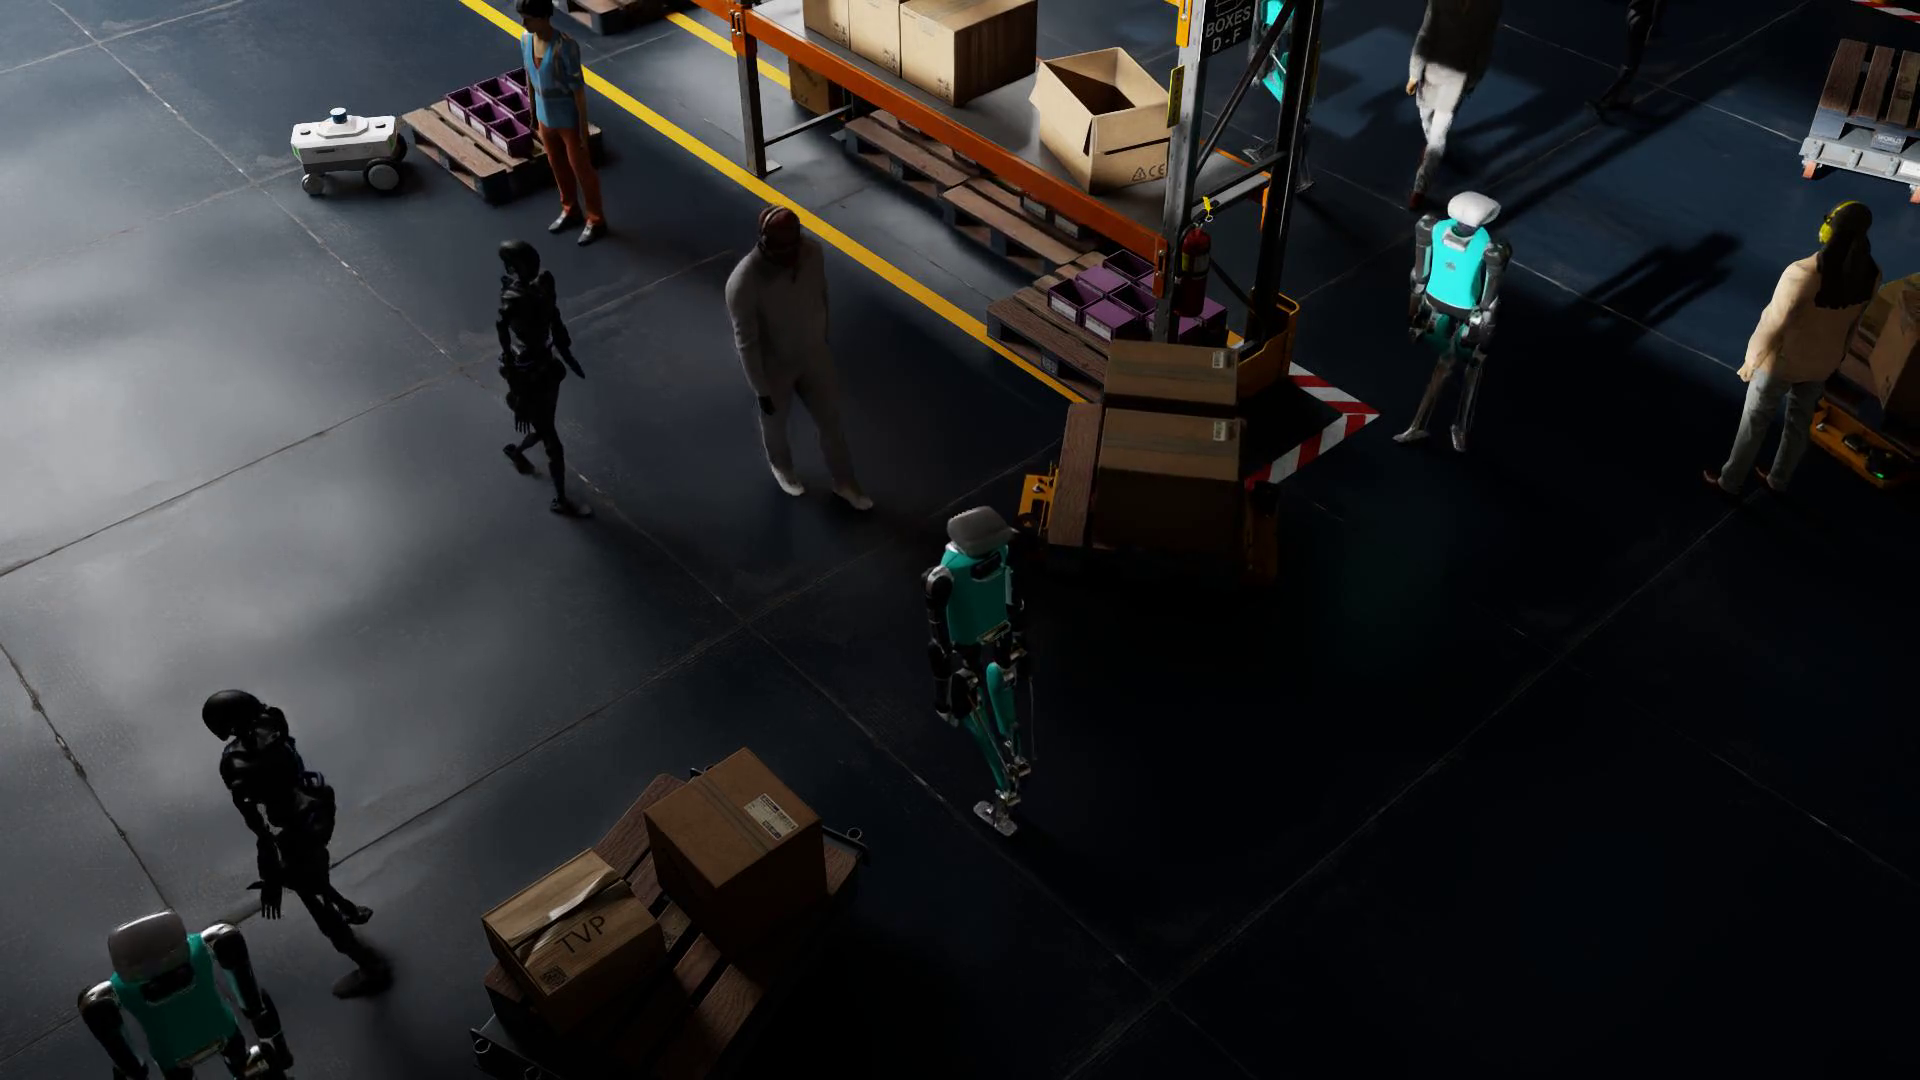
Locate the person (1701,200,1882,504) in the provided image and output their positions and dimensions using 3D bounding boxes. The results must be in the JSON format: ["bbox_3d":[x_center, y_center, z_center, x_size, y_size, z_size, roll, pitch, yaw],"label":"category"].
[{"bbox_3d":[4.523,-0.976,8.981,0.554,1.869,0.391,-4,43,-4],"label":"person"}]

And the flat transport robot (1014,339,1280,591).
[{"bbox_3d":[1.036,-0.101,9.205,1.431,0.231,0.659,6,43,6],"label":"flat transport robot"}]

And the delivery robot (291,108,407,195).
[{"bbox_3d":[-4.369,-2.805,11.947,0.809,0.611,0.499,-7,43,-8],"label":"delivery robot"}]

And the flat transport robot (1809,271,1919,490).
[{"bbox_3d":[5.756,-0.748,9.908,1.431,0.231,0.659,-19,46,-20],"label":"flat transport robot"}]

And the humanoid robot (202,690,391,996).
[{"bbox_3d":[-2.681,1.184,6.763,0.398,1.648,0.600,-3,43,-4],"label":"humanoid robot"}]

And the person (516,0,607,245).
[{"bbox_3d":[-2.668,-2.811,11.053,0.500,1.759,0.332,22,47,22],"label":"person"}]

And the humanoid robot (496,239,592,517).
[{"bbox_3d":[-2.366,-0.915,9.101,0.713,1.643,0.584,13,44,13],"label":"humanoid robot"}]

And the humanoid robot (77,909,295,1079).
[{"bbox_3d":[-2.482,2.063,5.783,0.541,1.777,0.978,-29,50,-28],"label":"humanoid robot"}]

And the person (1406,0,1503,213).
[{"bbox_3d":[3.403,-3.280,11.544,0.512,1.785,0.952,18,46,19],"label":"person"}]

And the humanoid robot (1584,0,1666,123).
[{"bbox_3d":[5.052,-3.950,12.355,0.460,1.648,0.612,11,44,12],"label":"humanoid robot"}]

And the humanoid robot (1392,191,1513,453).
[{"bbox_3d":[2.837,-1.253,9.361,0.530,1.763,0.776,31,51,29],"label":"humanoid robot"}]

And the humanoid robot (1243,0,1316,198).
[{"bbox_3d":[2.374,-3.227,11.552,0.530,1.775,1.001,-21,46,-21],"label":"humanoid robot"}]

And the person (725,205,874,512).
[{"bbox_3d":[-0.840,-0.913,8.899,0.665,1.881,0.788,-30,51,-29],"label":"person"}]

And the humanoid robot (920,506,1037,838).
[{"bbox_3d":[0.213,0.737,7.288,0.540,1.886,0.731,-31,51,-29],"label":"humanoid robot"}]
